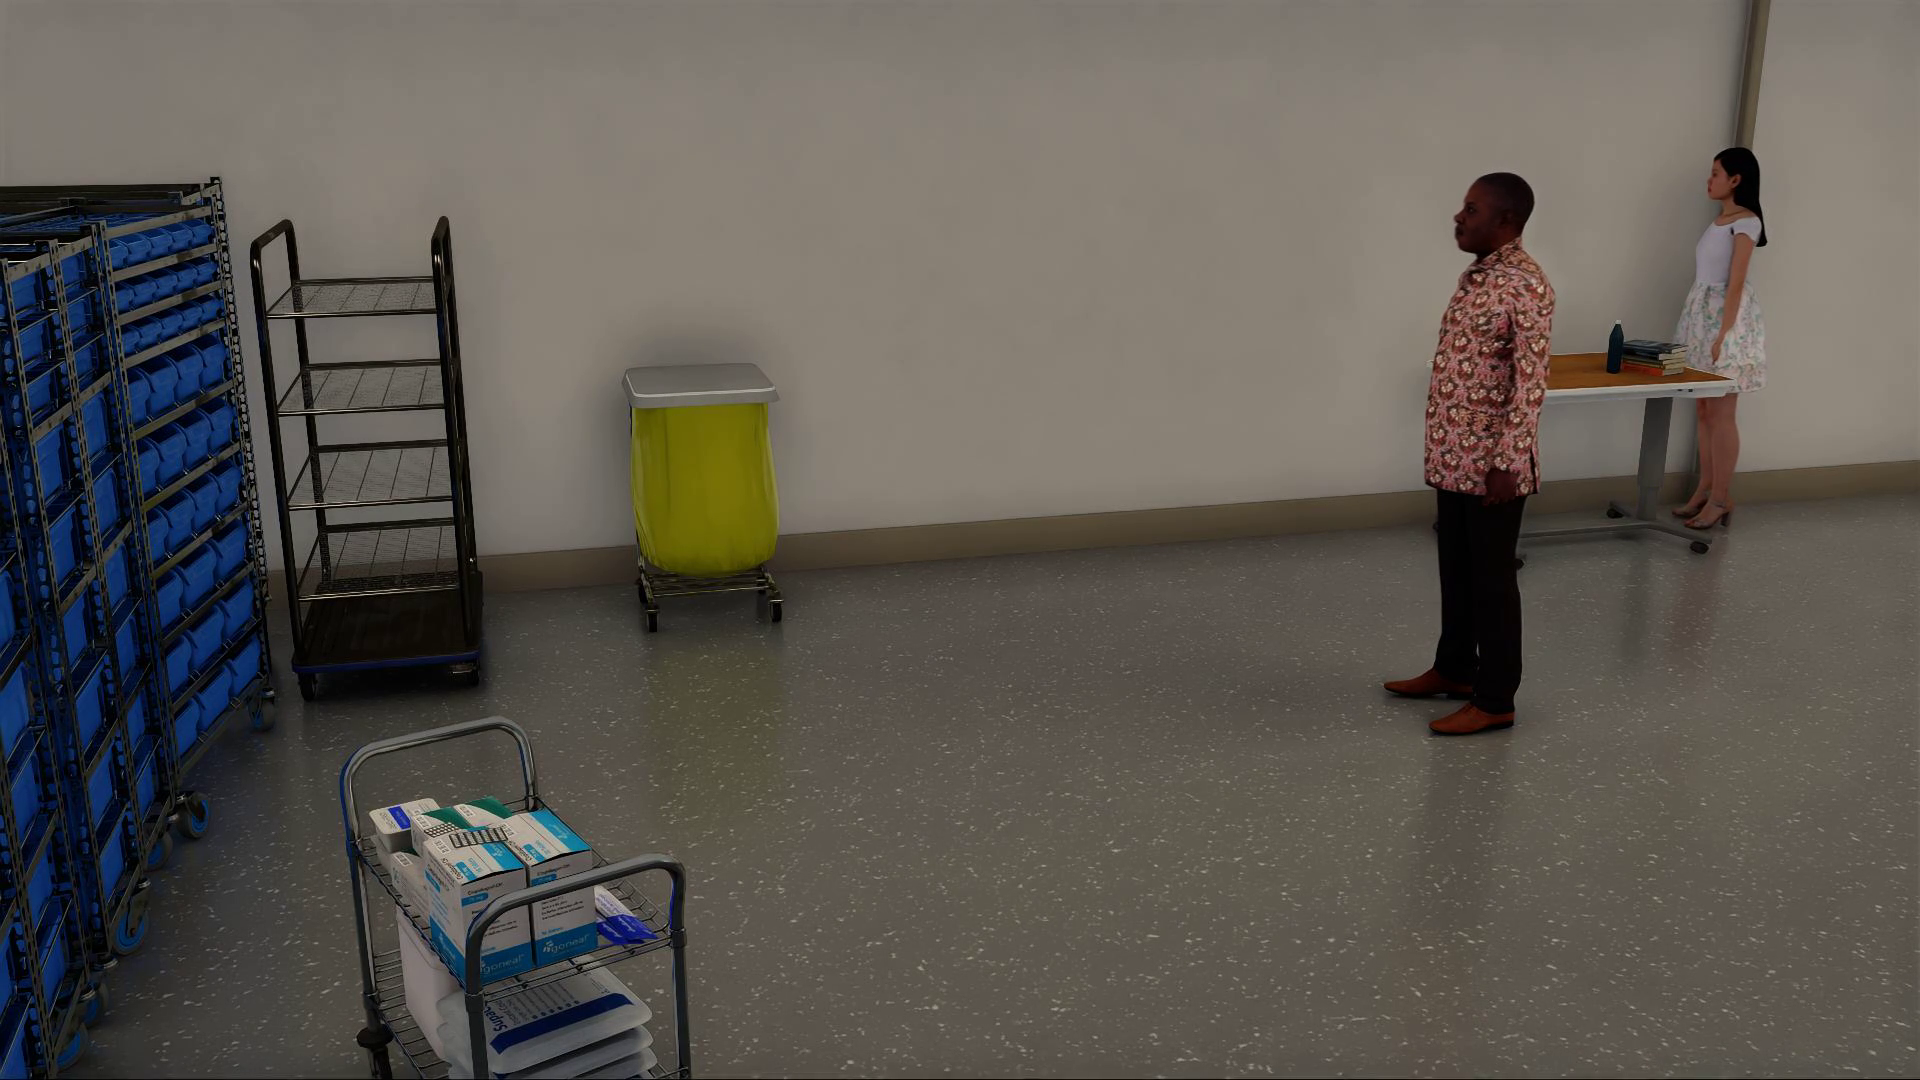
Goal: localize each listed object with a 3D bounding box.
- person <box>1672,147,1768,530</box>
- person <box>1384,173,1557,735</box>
[{"bbox_3d":[3.582,-0.943,7.851,0.754,1.773,0.745,2,16,7],"label":"person"},{"bbox_3d":[1.714,-0.280,5.434,0.620,1.808,0.722,-2,16,-7],"label":"person"}]
